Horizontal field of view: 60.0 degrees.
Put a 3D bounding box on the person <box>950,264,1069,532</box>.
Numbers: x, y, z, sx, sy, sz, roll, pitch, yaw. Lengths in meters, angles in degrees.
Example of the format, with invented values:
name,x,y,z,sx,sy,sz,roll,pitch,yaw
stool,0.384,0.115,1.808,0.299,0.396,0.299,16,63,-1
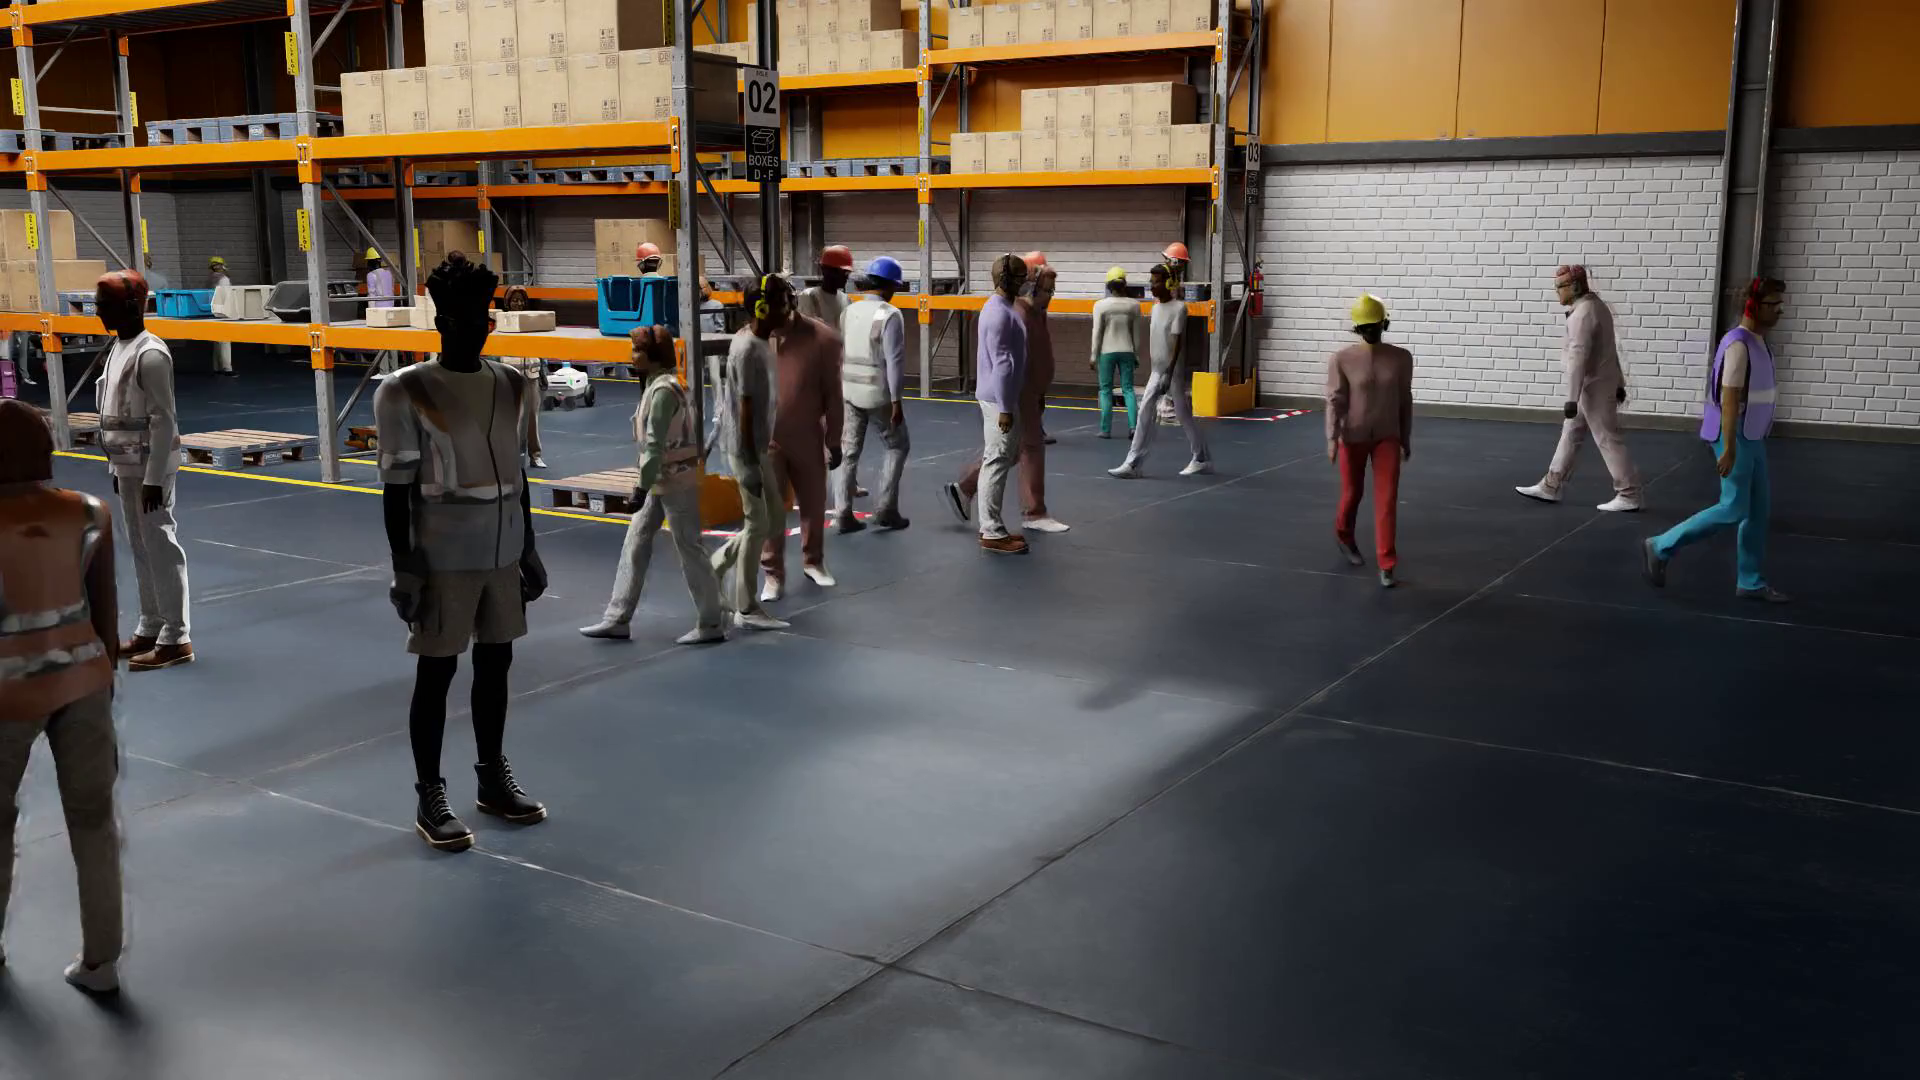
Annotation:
name,x,y,z,sx,sy,sz,roll,pitch,yaw
person,0.343,-0.980,11.556,0.802,1.864,0.733,2,10,9

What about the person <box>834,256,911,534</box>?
name,x,y,z,sx,sy,sz,roll,pitch,yaw
person,-0.591,-0.994,11.515,0.710,1.899,0.693,9,14,41

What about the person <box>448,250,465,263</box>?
name,x,y,z,sx,sy,sz,roll,pitch,yaw
person,-5.777,-2.371,19.146,0.645,1.907,0.470,-8,13,-38

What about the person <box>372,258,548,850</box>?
name,x,y,z,sx,sy,sz,roll,pitch,yaw
person,-1.661,0.041,5.615,0.364,1.962,0.613,7,12,35

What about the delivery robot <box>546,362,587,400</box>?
name,x,y,z,sx,sy,sz,roll,pitch,yaw
delivery robot,-4.715,-1.886,19.940,0.477,0.478,0.707,0,10,2

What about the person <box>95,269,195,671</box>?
name,x,y,z,sx,sy,sz,roll,pitch,yaw
person,-3.891,-0.330,7.893,0.355,1.885,0.575,-9,14,-42

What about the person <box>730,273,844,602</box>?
name,x,y,z,sx,sy,sz,roll,pitch,yaw
person,-0.981,-0.600,9.528,0.657,1.853,0.702,0,10,-2

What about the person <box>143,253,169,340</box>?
name,x,y,z,sx,sy,sz,roll,pitch,yaw
person,-10.697,-2.831,21.828,0.647,1.880,1.066,-5,11,-27

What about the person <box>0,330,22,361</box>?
name,x,y,z,sx,sy,sz,roll,pitch,yaw
person,-11.630,-2.447,20.158,0.680,1.670,0.549,4,11,22

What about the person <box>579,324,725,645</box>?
name,x,y,z,sx,sy,sz,roll,pitch,yaw
person,-1.555,-0.251,8.242,0.804,1.604,0.521,-4,11,-20

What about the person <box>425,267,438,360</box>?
name,x,y,z,sx,sy,sz,roll,pitch,yaw
person,-7.799,-3.281,24.966,0.281,1.625,0.497,6,12,30

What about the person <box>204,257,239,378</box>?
name,x,y,z,sx,sy,sz,roll,pitch,yaw
person,-10.876,-3.283,24.568,0.710,1.784,0.406,10,14,43

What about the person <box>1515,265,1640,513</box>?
name,x,y,z,sx,sy,sz,roll,pitch,yaw
person,4.690,-1.135,12.508,0.990,1.830,0.676,5,11,27

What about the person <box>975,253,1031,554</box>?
name,x,y,z,sx,sy,sz,roll,pitch,yaw
person,0.276,-0.885,10.817,0.355,1.938,0.634,0,10,-1

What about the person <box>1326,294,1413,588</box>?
name,x,y,z,sx,sy,sz,roll,pitch,yaw
person,2.441,-0.627,10.013,0.540,1.715,0.885,0,10,-2

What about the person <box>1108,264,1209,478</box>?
name,x,y,z,sx,sy,sz,roll,pitch,yaw
person,1.748,-1.430,14.172,0.981,1.823,0.512,-7,12,-32

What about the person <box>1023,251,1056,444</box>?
name,x,y,z,sx,sy,sz,roll,pitch,yaw
person,0.639,-1.916,16.588,0.670,1.917,0.561,8,13,36

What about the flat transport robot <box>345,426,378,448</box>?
name,x,y,z,sx,sy,sz,roll,pitch,yaw
flat transport robot,-5.180,-0.982,15.976,1.431,0.197,0.652,6,12,32

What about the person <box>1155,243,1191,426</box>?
name,x,y,z,sx,sy,sz,roll,pitch,yaw
person,2.329,-2.254,18.257,0.389,1.990,0.610,-1,10,-3

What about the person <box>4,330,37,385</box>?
name,x,y,z,sx,sy,sz,roll,pitch,yaw
person,-13.158,-2.963,23.173,0.283,1.634,0.498,6,12,29

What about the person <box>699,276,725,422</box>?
name,x,y,z,sx,sy,sz,roll,pitch,yaw
person,-2.863,-2.119,18.534,0.504,1.622,0.299,2,10,11

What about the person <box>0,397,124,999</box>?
name,x,y,z,sx,sy,sz,roll,pitch,yaw
person,-2.554,0.414,4.518,0.784,1.601,0.536,7,12,34

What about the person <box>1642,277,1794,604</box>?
name,x,y,z,sx,sy,sz,roll,pitch,yaw
person,4.310,-0.555,9.320,0.718,1.826,0.569,7,12,34

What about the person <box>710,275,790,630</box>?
name,x,y,z,sx,sy,sz,roll,pitch,yaw
person,-1.123,-0.445,8.645,0.499,1.853,0.498,2,10,9

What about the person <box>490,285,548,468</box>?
name,x,y,z,sx,sy,sz,roll,pitch,yaw
person,-3.891,-1.427,14.669,0.514,1.634,0.312,-8,13,-37

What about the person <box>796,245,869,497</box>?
name,x,y,z,sx,sy,sz,roll,pitch,yaw
person,-1.130,-1.361,13.347,0.623,1.993,1.026,-9,14,-42

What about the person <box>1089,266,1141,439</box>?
name,x,y,z,sx,sy,sz,roll,pitch,yaw
person,1.588,-1.892,16.927,0.534,1.779,0.371,-3,11,-16

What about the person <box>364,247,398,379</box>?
name,x,y,z,sx,sy,sz,roll,pitch,yaw
person,-8.469,-3.302,24.277,0.402,1.919,0.588,2,10,13

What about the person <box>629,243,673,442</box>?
name,x,y,z,sx,sy,sz,roll,pitch,yaw
person,-3.083,-1.968,16.662,0.397,1.992,0.623,10,14,43
